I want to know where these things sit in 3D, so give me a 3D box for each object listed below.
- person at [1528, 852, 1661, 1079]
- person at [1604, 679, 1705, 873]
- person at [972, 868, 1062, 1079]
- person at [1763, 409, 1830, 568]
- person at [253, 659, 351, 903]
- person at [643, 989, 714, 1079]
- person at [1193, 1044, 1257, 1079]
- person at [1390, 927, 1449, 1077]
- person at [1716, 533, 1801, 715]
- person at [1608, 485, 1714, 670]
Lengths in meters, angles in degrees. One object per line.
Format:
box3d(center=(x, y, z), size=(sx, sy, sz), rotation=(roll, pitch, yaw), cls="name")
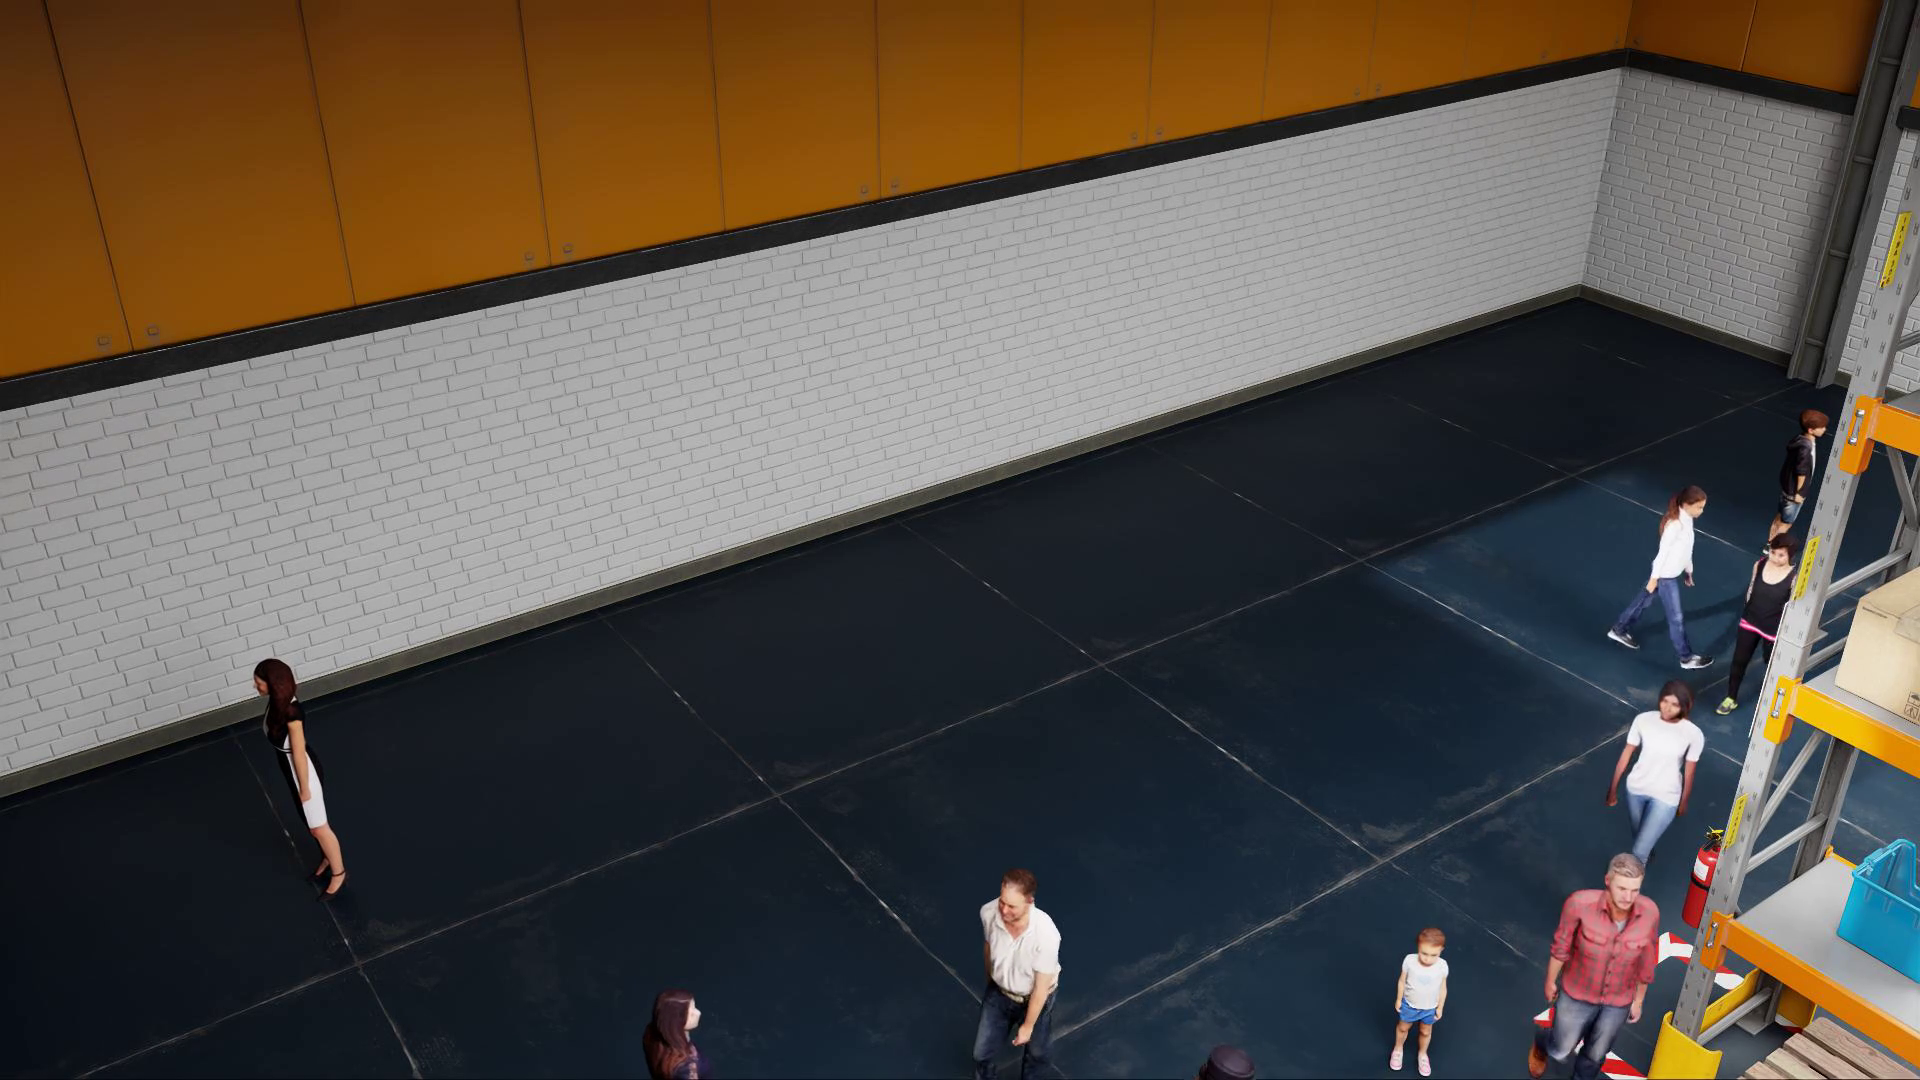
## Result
box3d(center=(3.427, 2.374, 9.025), size=(0.913, 1.819, 0.976), rotation=(3, 29, 5), cls="person")
box3d(center=(4.425, 1.603, 10.588), size=(1.145, 1.676, 0.868), rotation=(22, 36, 35), cls="person")
box3d(center=(0.403, 2.412, 8.950), size=(0.940, 1.824, 0.890), rotation=(20, 34, 32), cls="person")
box3d(center=(7.352, -0.477, 14.641), size=(0.662, 1.446, 0.624), rotation=(10, 30, 18), cls="person")
box3d(center=(-4.203, 1.512, 10.633), size=(0.620, 1.793, 0.433), rotation=(-19, 34, -30), cls="person")
box3d(center=(-1.353, 2.883, 8.314), size=(0.646, 1.606, 0.449), rotation=(-19, 34, -31), cls="person")
box3d(center=(1.095, 3.027, 8.005), size=(0.884, 1.650, 0.810), rotation=(25, 37, 38), cls="person")
box3d(center=(2.620, 2.599, 9.449), size=(0.466, 1.019, 0.536), rotation=(8, 30, 14), cls="person")
box3d(center=(6.148, 0.602, 12.586), size=(0.641, 1.521, 0.921), rotation=(-20, 35, -32), cls="person")
box3d(center=(5.541, 0.245, 13.249), size=(1.120, 1.511, 0.691), rotation=(25, 37, 38), cls="person")
